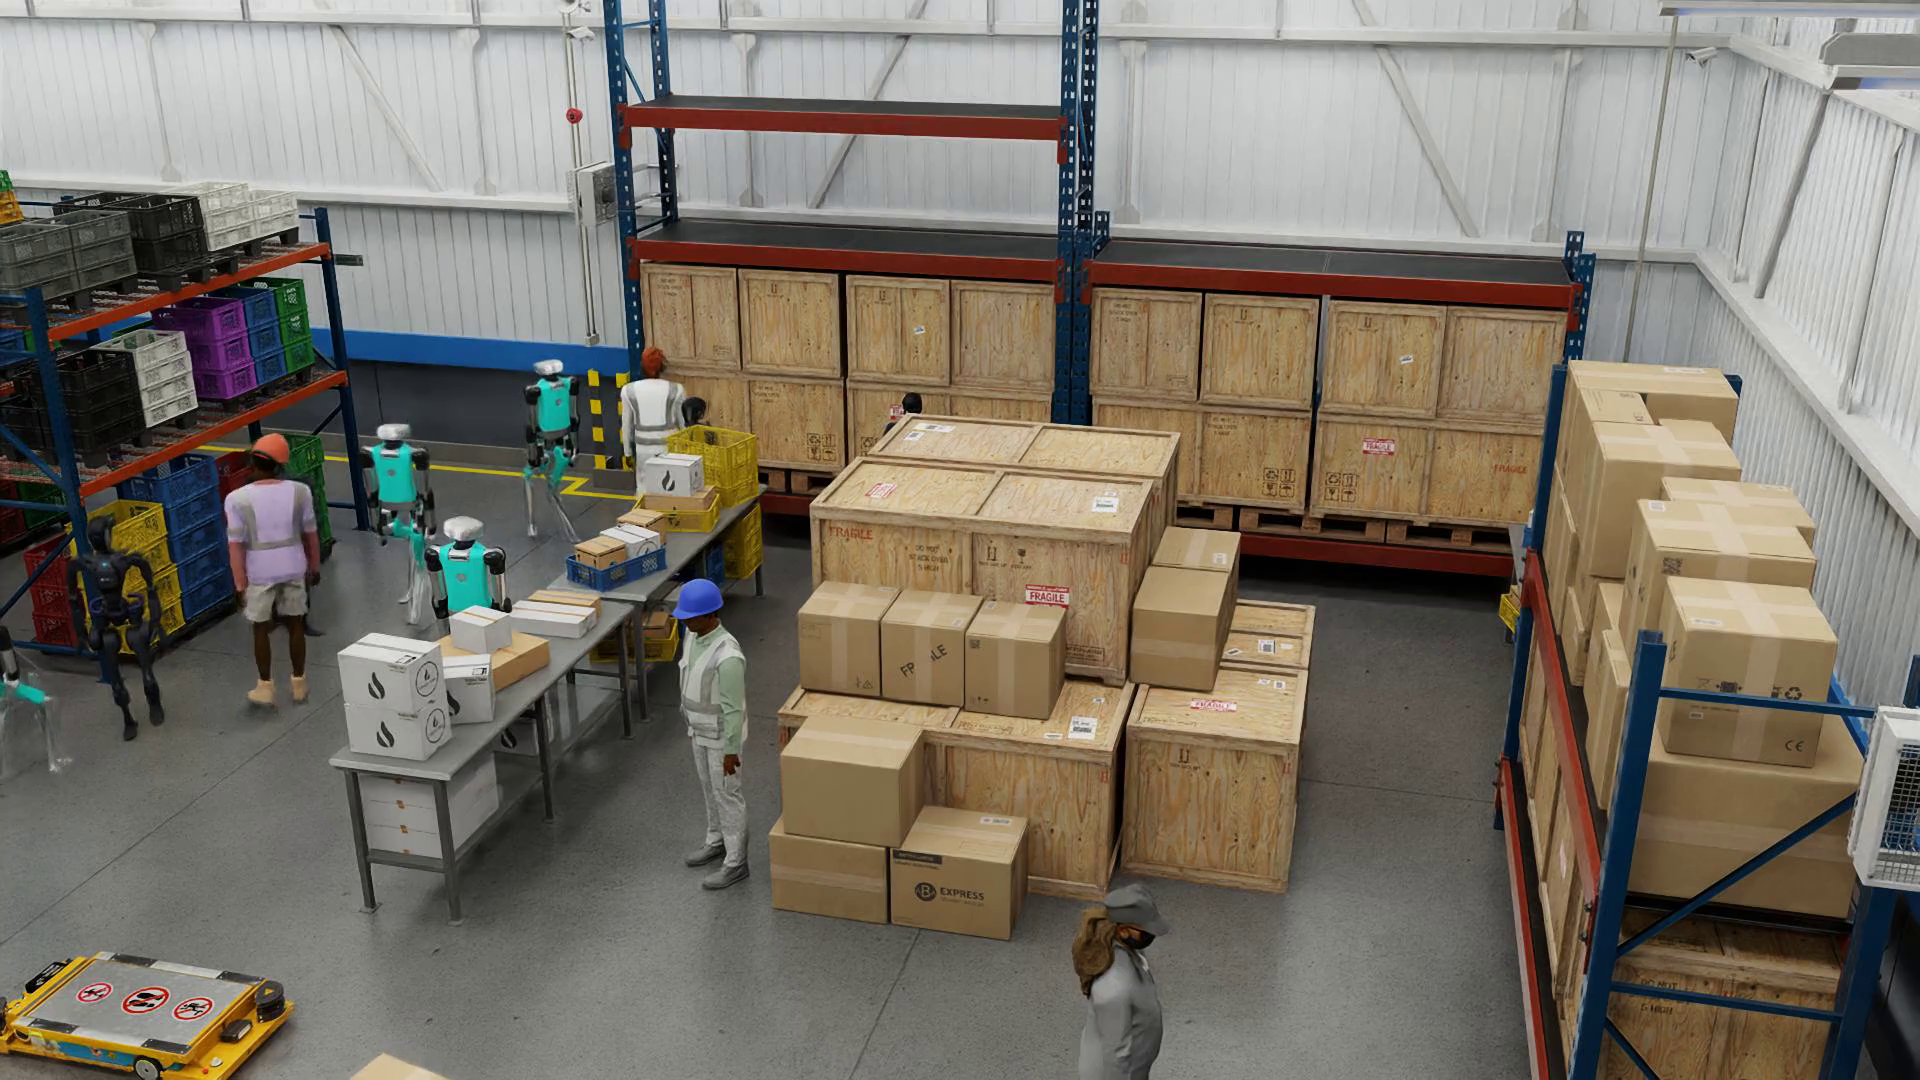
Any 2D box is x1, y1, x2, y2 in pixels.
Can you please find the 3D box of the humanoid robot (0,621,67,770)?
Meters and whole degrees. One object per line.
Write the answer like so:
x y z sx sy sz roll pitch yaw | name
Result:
-6.345 0.795 10.958 0.530 1.797 0.804 1 21 2 | humanoid robot

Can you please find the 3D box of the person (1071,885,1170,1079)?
0.660 2.242 7.085 0.403 1.762 0.563 2 21 6 | person

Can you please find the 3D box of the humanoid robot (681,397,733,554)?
-2.235 -0.457 14.330 0.801 1.616 0.592 -11 24 -27 | humanoid robot

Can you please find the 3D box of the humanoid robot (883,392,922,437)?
-0.413 -0.456 14.246 0.599 1.657 0.315 6 22 15 | humanoid robot

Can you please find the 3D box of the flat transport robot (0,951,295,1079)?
-4.270 2.464 8.601 1.431 0.231 0.659 5 22 13 | flat transport robot

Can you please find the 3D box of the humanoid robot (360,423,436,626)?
-4.434 -0.168 13.425 0.568 1.734 1.001 0 21 0 | humanoid robot

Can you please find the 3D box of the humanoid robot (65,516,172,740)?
-5.808 0.594 11.499 0.609 1.647 0.384 -8 22 -19 | humanoid robot

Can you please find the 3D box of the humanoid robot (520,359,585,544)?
-3.810 -0.814 15.143 0.866 1.781 0.531 19 28 41 | humanoid robot

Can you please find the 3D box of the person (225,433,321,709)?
-4.940 0.220 12.052 0.635 1.993 0.521 -13 25 -31 | person

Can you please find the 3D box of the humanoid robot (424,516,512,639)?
-3.219 0.570 11.311 0.533 1.677 0.735 2 21 5 | humanoid robot

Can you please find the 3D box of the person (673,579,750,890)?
-1.452 1.120 9.785 0.405 1.940 0.604 -12 24 -29 | person

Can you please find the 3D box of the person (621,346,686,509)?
-2.724 -0.832 14.969 0.586 1.874 0.431 -1 21 -2 | person

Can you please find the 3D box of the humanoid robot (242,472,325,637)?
-5.332 -0.002 13.088 0.610 1.645 0.378 -3 21 -7 | humanoid robot
